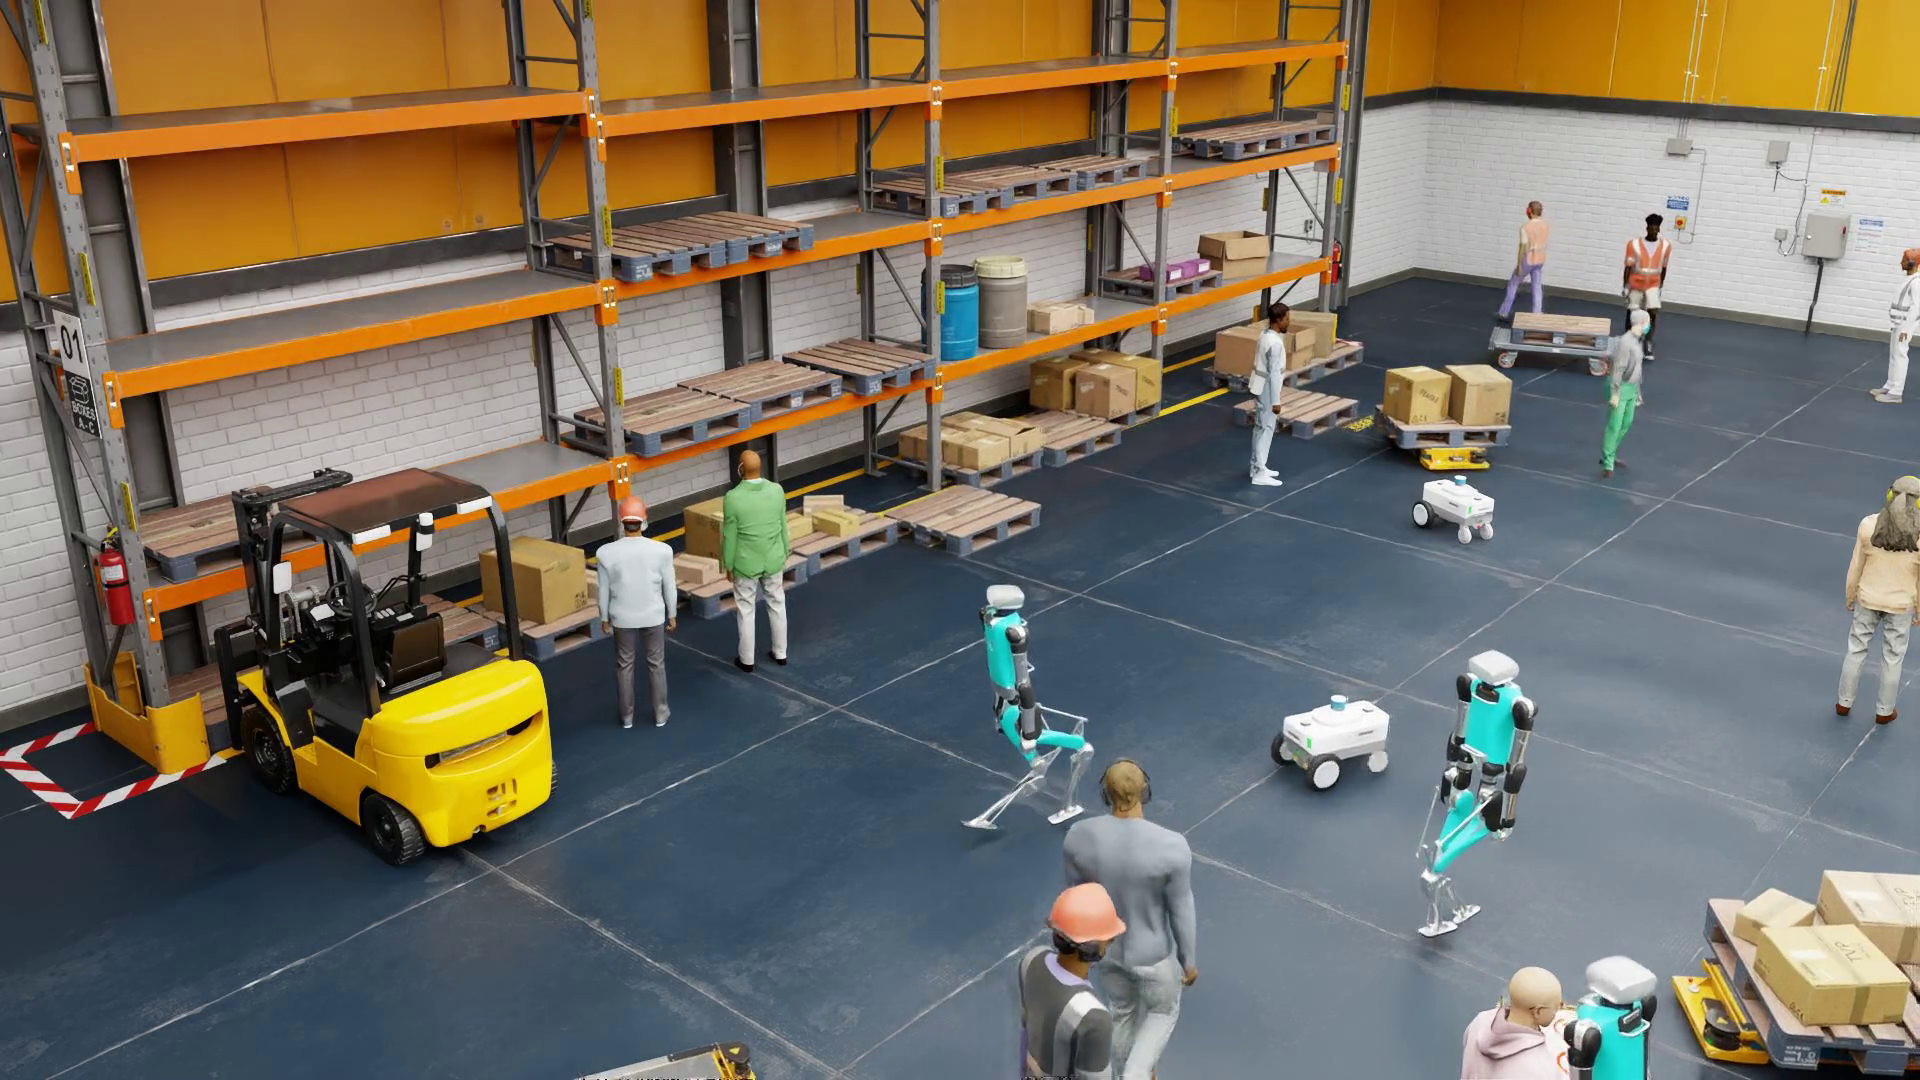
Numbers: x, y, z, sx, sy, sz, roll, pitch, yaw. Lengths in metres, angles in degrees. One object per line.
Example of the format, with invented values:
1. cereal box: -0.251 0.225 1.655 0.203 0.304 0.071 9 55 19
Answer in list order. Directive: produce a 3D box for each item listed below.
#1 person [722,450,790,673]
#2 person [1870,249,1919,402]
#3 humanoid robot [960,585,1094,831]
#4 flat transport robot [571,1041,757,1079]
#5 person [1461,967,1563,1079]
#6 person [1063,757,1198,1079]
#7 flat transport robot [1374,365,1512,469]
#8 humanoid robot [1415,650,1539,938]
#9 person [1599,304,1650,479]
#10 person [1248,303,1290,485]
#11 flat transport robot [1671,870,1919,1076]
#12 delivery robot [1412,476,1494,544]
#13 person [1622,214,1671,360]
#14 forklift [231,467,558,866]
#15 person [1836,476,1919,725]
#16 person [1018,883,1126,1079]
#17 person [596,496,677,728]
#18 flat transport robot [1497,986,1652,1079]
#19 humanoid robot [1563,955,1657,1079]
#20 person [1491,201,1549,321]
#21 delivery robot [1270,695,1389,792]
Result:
1. person: -1.581 0.167 12.930 0.548 1.778 0.387 -10 22 -25
2. person: 11.512 -2.622 20.326 0.340 1.881 0.582 7 21 18
3. humanoid robot: 0.494 1.079 10.528 1.035 1.729 0.559 -8 22 -22
4. flat transport robot: -1.622 2.815 7.924 1.431 0.231 0.659 -9 22 -22
5. person: 2.158 2.487 6.628 0.405 1.780 0.523 -6 21 -16
6. person: 0.778 1.958 7.873 0.674 1.908 0.555 11 23 26
7. flat transport robot: 5.304 -1.073 18.458 0.659 0.231 1.431 -1 20 -3
8. humanoid robot: 2.752 1.527 9.331 0.769 1.793 0.540 -11 23 -27
9. person: 7.015 -1.583 17.599 0.337 1.829 0.662 17 26 38
10. person: 3.203 -1.527 17.323 0.396 1.912 0.589 0 20 0
11. flat transport robot: 4.583 2.514 8.740 1.431 0.231 0.659 2 20 6
12. delivery robot: 4.779 -0.318 16.022 0.499 0.609 0.813 -9 22 -24
13. person: 9.210 -3.401 22.357 0.604 1.935 0.818 3 21 9
14. forklift: -3.730 0.710 10.856 2.313 2.155 1.214 17 26 38
15. person: 6.703 0.441 12.040 0.553 1.877 0.413 14 25 34
16. person: 0.371 2.319 6.779 0.944 2.005 0.614 -7 21 -18
17. person: -2.321 0.523 12.010 0.570 1.740 0.351 -4 21 -10
18. flat transport robot: 3.052 2.721 8.178 0.659 0.231 1.431 4 21 11
19. humanoid robot: 2.705 2.572 6.489 0.603 1.788 0.831 -17 26 -38
20. person: 8.257 -4.051 24.321 0.575 1.793 0.922 -11 23 -26
21. delivery robot: 2.569 1.368 11.448 0.809 0.606 0.499 -9 22 -22
